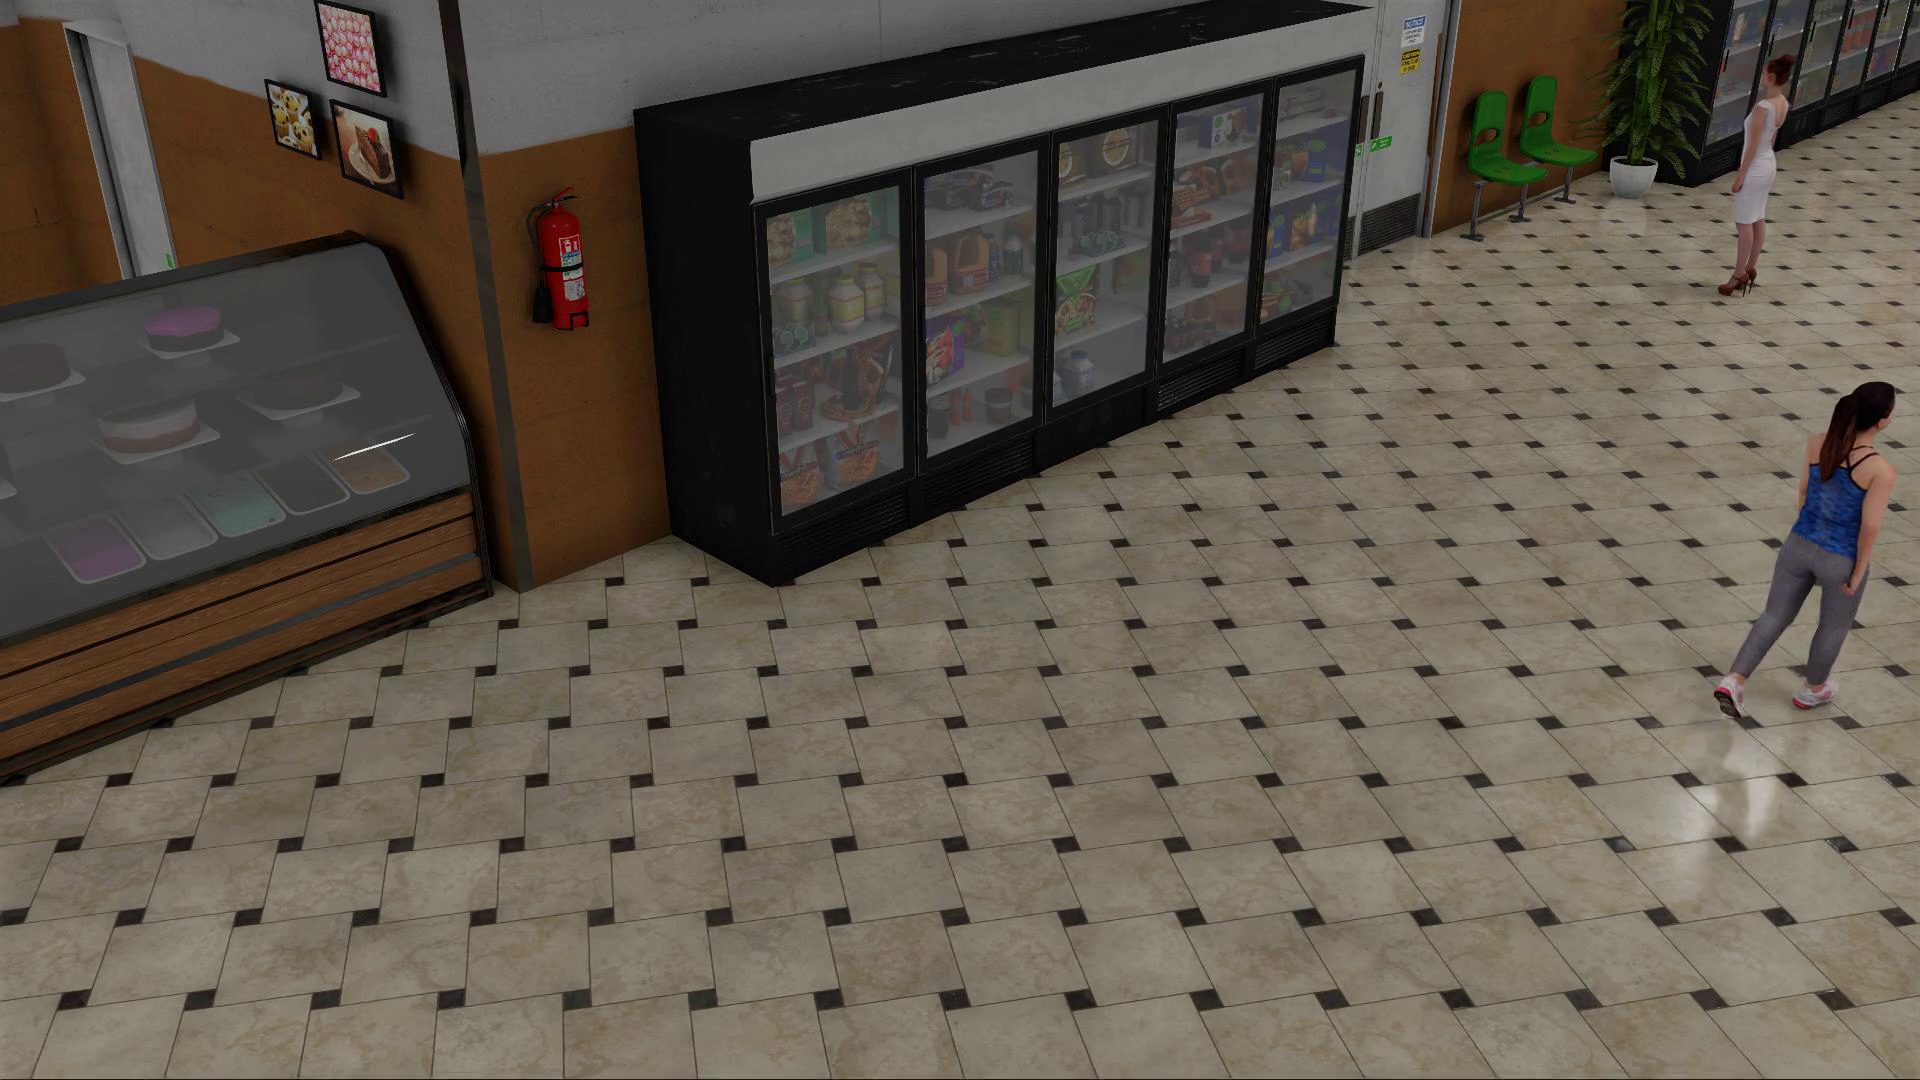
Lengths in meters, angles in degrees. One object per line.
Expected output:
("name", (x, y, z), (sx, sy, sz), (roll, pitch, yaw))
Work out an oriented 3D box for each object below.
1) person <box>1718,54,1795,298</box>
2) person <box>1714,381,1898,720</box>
("person", (5.928, -2.702, 12.375), (0.592, 1.792, 0.510), (-21, 34, -35))
("person", (3.641, 0.084, 7.105), (0.724, 1.590, 0.973), (-17, 32, -30))
